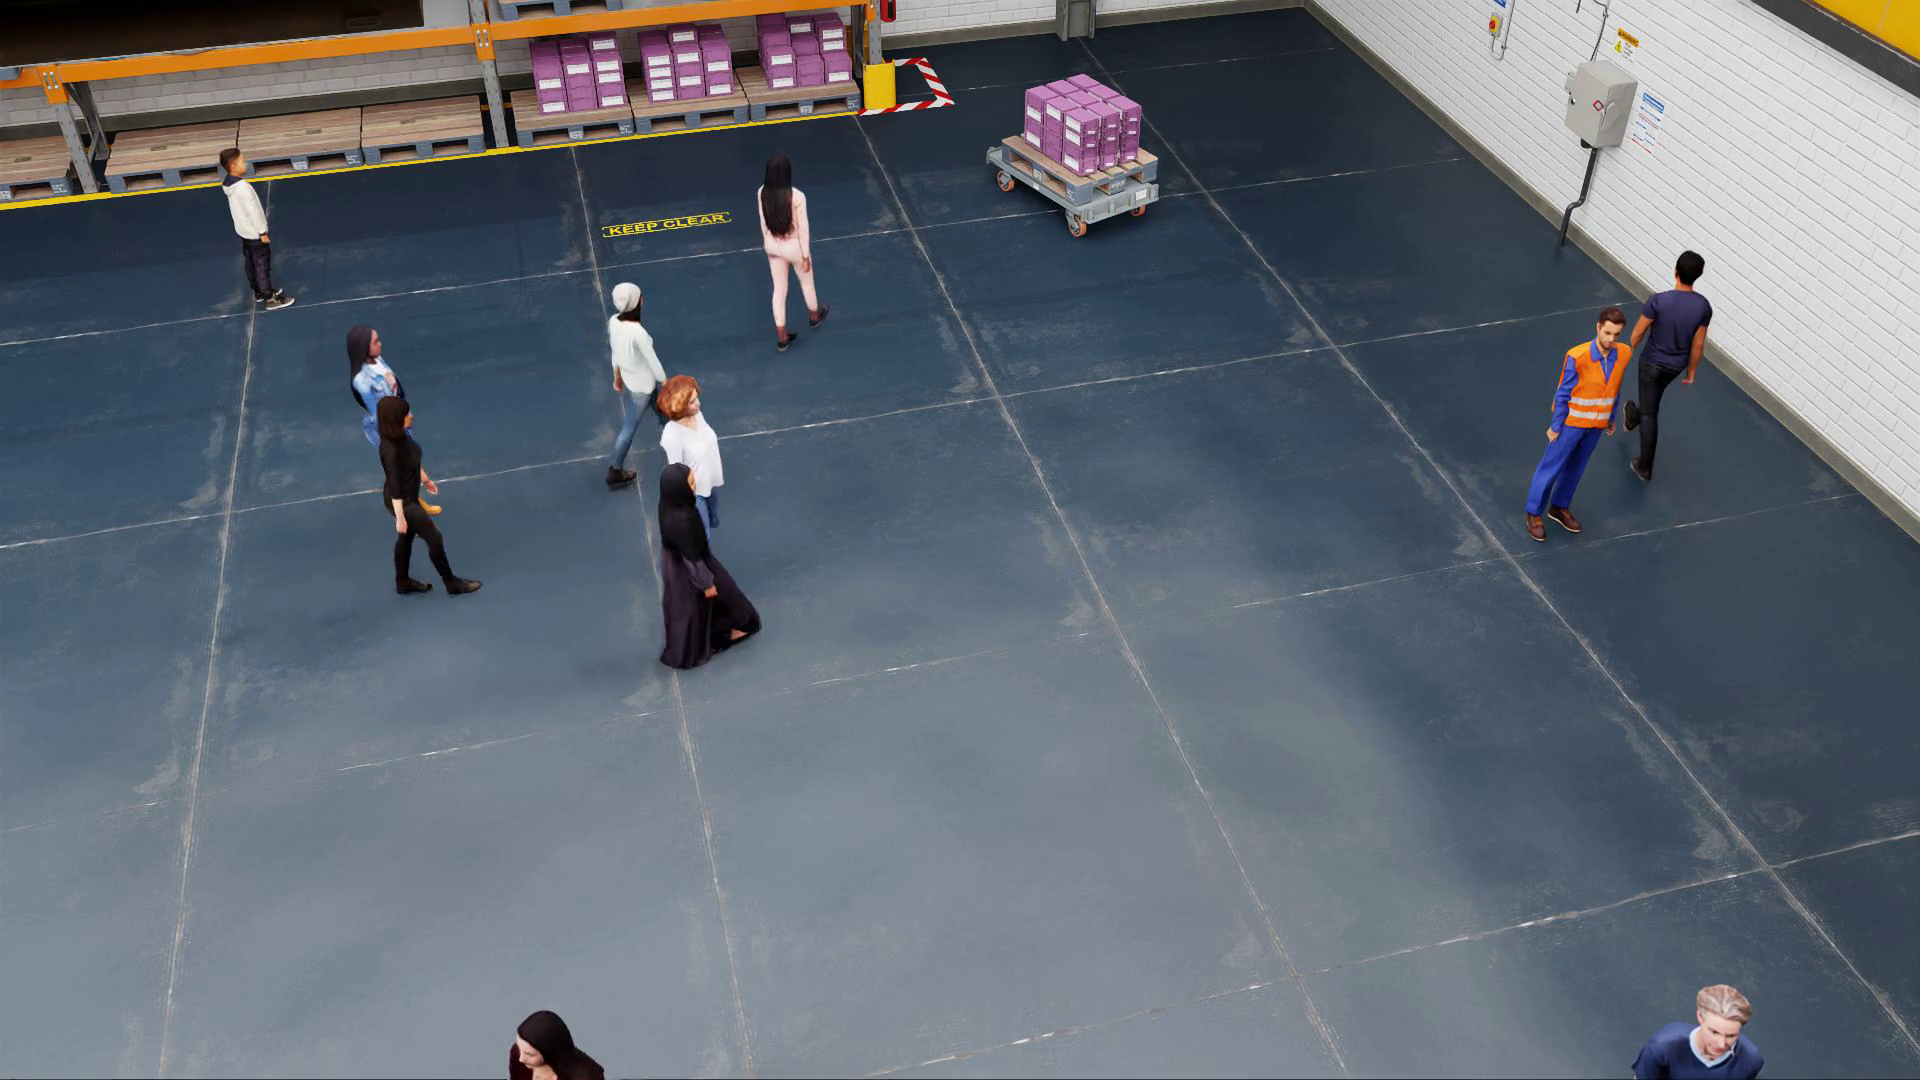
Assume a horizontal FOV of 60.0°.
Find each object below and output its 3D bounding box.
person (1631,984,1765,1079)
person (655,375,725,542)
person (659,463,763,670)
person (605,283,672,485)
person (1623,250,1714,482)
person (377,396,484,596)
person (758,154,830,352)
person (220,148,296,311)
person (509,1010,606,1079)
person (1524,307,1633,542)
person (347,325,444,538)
[{"bbox_3d":[3.163,2.614,7.421,0.640,1.871,0.793,6,39,7],"label":"person"},{"bbox_3d":[-1.888,-0.383,11.316,0.999,1.693,0.910,14,41,17],"label":"person"},{"bbox_3d":[-1.822,0.173,10.688,0.939,1.609,0.659,-7,39,-8],"label":"person"},{"bbox_3d":[-2.438,-1.119,12.315,1.212,1.597,0.914,-28,46,-30],"label":"person"},{"bbox_3d":[5.230,-1.244,12.362,1.141,1.733,0.932,1,39,2],"label":"person"},{"bbox_3d":[-3.826,-0.255,11.213,0.805,1.622,0.607,-9,40,-12],"label":"person"},{"bbox_3d":[-1.474,-2.346,13.768,0.992,1.700,1.017,15,41,18],"label":"person"},{"bbox_3d":[-6.154,-2.700,14.410,0.640,1.452,0.649,-29,47,-31],"label":"person"},{"bbox_3d":[-1.675,2.629,7.511,0.965,1.736,1.039,23,44,26],"label":"person"},{"bbox_3d":[4.383,-0.836,11.748,0.523,1.862,0.734,-10,40,-13],"label":"person"},{"bbox_3d":[-4.097,-0.759,11.776,0.637,1.707,0.671,-2,39,-2],"label":"person"}]
